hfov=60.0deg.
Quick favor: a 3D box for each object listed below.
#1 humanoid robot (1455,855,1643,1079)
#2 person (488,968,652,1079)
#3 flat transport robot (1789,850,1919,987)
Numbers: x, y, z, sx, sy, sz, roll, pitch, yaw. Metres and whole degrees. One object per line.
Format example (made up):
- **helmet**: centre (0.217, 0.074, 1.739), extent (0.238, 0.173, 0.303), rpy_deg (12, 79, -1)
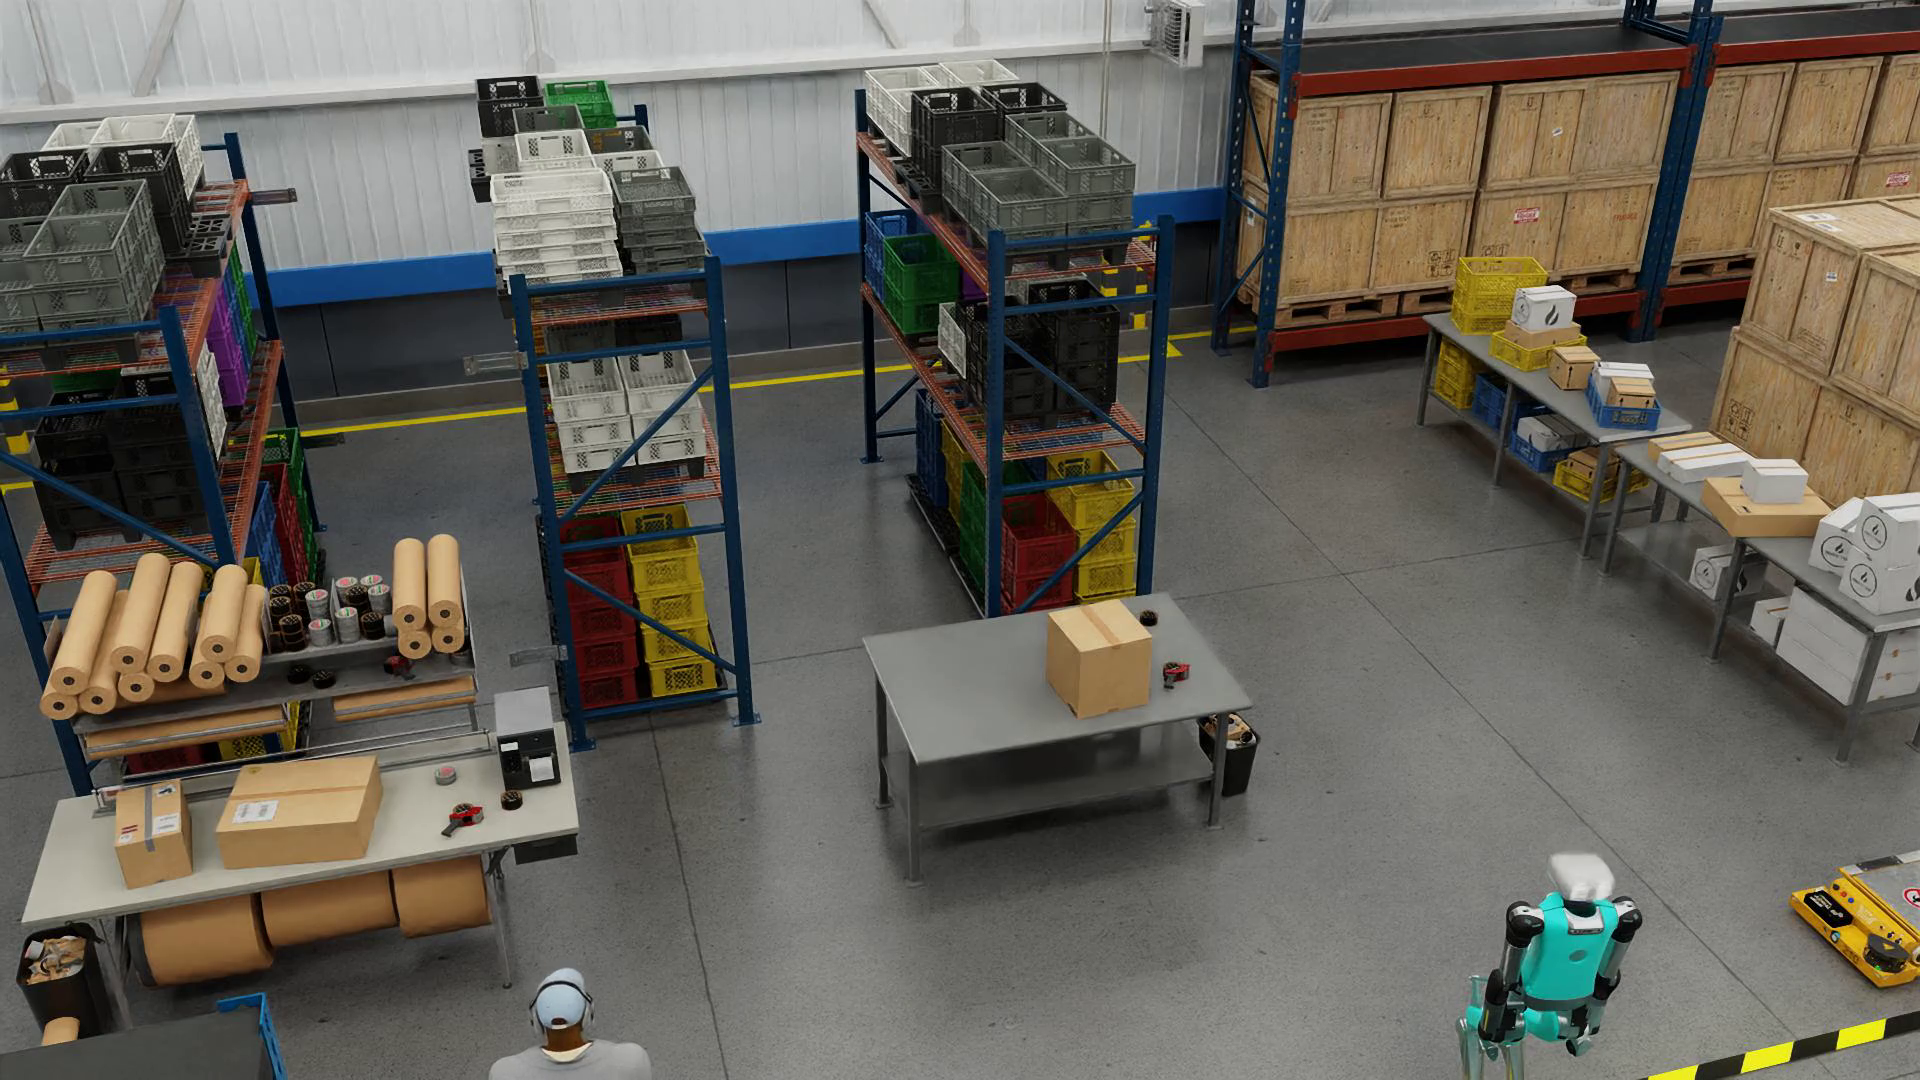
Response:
- **humanoid robot**: centre (2.397, 1.889, 7.057), extent (0.533, 1.679, 0.735), rpy_deg (-2, 29, -4)
- **person**: centre (-1.408, 2.338, 6.263), extent (0.597, 1.850, 0.387), rpy_deg (-5, 29, -9)
- **flat transport robot**: centre (5.163, 1.916, 8.676), extent (1.431, 0.231, 0.659), rpy_deg (-8, 30, -14)
